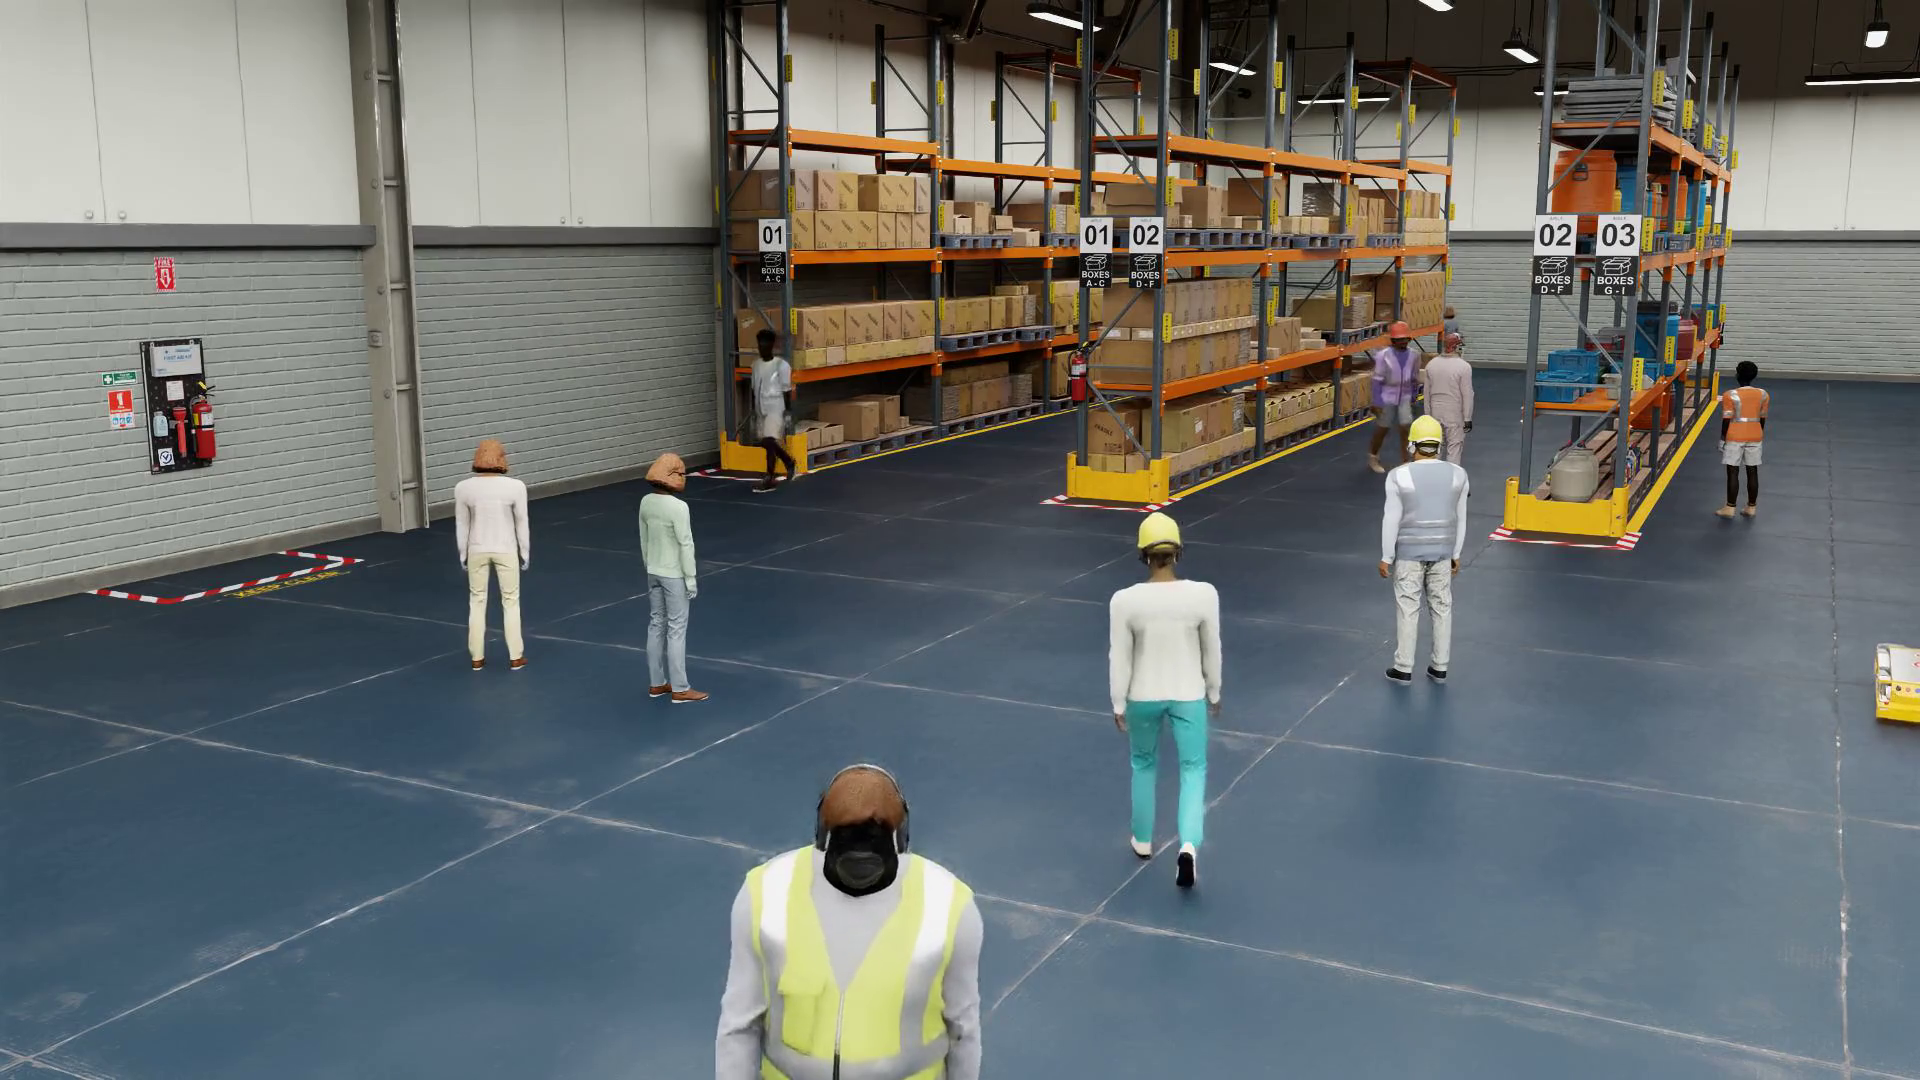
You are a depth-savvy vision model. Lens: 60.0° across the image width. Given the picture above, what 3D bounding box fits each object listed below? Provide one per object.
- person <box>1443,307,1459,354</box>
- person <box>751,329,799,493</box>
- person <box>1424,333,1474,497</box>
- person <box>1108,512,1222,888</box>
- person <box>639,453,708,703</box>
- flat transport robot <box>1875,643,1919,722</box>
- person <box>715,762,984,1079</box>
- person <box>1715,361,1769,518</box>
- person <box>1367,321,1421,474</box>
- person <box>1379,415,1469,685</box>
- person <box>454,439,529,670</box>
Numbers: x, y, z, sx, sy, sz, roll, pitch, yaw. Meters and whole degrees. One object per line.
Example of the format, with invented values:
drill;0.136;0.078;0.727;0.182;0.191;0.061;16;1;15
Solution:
person;9.931;-3.942;33.812;0.525;1.590;0.852;-4;11;-18
person;-2.214;-1.564;19.916;0.613;1.943;0.813;8;13;39
person;5.715;-1.453;19.376;0.404;1.906;0.651;-7;13;-35
person;0.966;0.740;7.852;0.543;1.744;0.739;1;10;8
person;-1.892;0.246;10.860;0.497;1.633;0.289;10;14;42
flat transport robot;6.337;0.934;10.825;0.652;0.197;1.431;5;12;28
person;-0.264;1.396;4.157;0.634;1.801;0.956;1;10;7
person;8.409;-1.076;17.889;0.533;1.697;0.322;-1;10;-8
person;5.449;-1.749;20.815;0.661;1.984;1.072;-1;10;-7
person;3.118;0.074;11.250;0.587;1.835;0.404;-1;10;-7
person;-3.273;0.105;11.664;0.500;1.626;0.299;-1;10;-4
